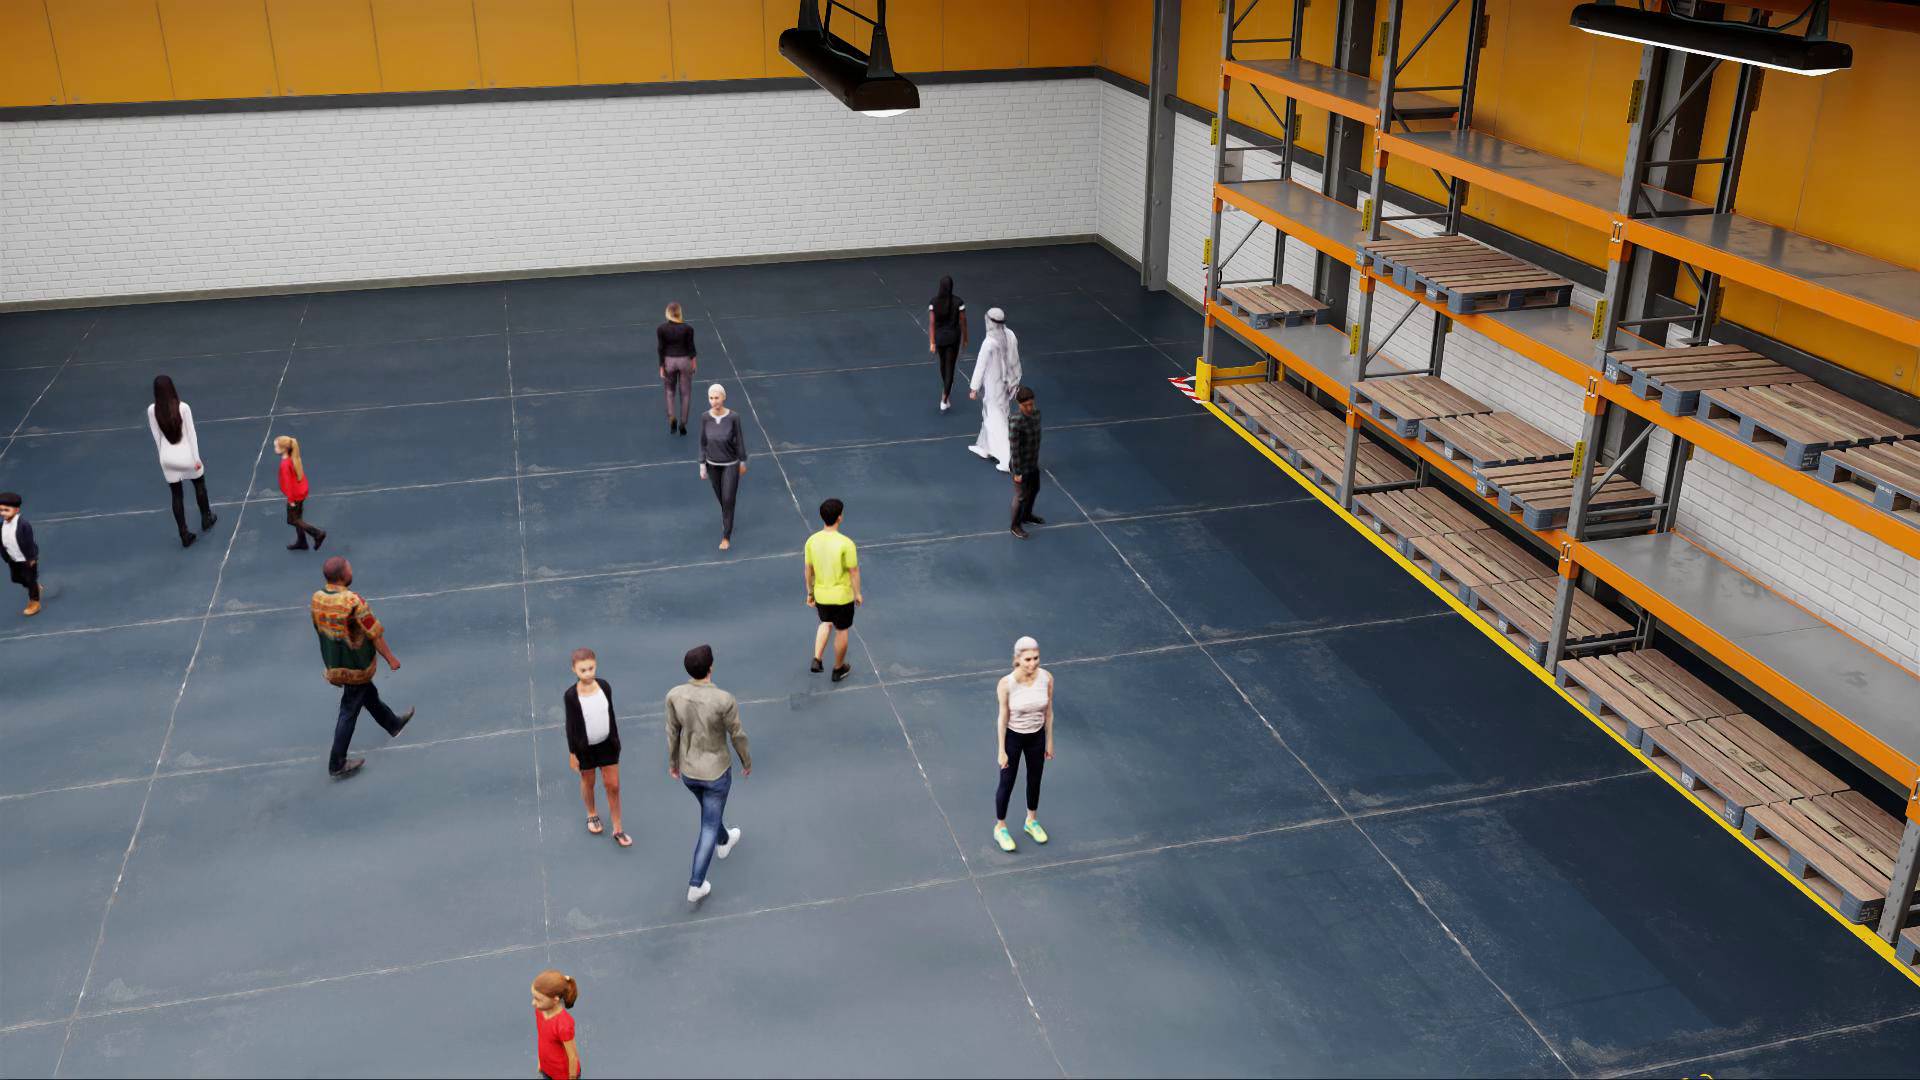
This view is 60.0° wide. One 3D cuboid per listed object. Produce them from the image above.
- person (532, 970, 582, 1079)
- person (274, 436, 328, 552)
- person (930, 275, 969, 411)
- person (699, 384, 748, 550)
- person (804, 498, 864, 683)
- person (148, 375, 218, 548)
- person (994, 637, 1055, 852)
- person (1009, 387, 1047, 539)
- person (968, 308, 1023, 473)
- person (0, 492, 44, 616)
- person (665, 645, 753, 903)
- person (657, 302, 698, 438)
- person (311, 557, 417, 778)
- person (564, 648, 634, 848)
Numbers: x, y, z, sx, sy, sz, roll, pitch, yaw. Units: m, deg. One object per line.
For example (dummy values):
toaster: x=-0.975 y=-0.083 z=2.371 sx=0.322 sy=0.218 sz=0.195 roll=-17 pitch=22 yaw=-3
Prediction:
person: x=-2.210 y=2.936 z=9.242 sx=0.535 sy=1.310 sz=0.623 roll=21 pitch=31 yaw=40
person: x=-6.768 y=-0.462 z=17.062 sx=0.635 sy=1.272 sz=0.676 roll=-1 pitch=24 yaw=-2
person: x=-0.160 y=-2.482 z=21.173 sx=0.994 sy=1.680 sz=1.255 roll=5 pitch=24 yaw=12
person: x=-2.472 y=-0.829 z=17.395 sx=0.925 sy=1.676 sz=1.197 roll=3 pitch=24 yaw=6
person: x=-1.119 y=0.477 z=14.386 sx=0.816 sy=1.695 sz=0.878 roll=9 pitch=25 yaw=21
person: x=-8.098 y=-0.787 z=17.169 sx=0.732 sy=1.780 sz=0.950 roll=-1 pitch=24 yaw=-2
person: x=0.454 y=1.458 z=12.138 sx=0.624 sy=1.698 sz=0.576 roll=-10 pitch=25 yaw=-21
person: x=0.657 y=-0.834 z=17.407 sx=0.880 sy=1.680 sz=0.882 roll=9 pitch=25 yaw=21
person: x=0.526 y=-1.687 z=19.087 sx=1.231 sy=1.895 sz=1.089 roll=17 pitch=29 yaw=34
person: x=-8.915 y=0.097 z=15.851 sx=0.610 sy=1.217 sz=0.694 roll=4 pitch=24 yaw=8
person: x=-1.796 y=1.645 z=11.541 sx=1.100 sy=1.833 sz=1.276 roll=7 pitch=25 yaw=16
person: x=-3.425 y=-2.043 z=20.190 sx=0.652 sy=1.662 sz=0.648 roll=-1 pitch=24 yaw=-3
person: x=-4.835 y=1.035 z=13.036 sx=1.179 sy=1.754 sz=1.226 roll=13 pitch=27 yaw=28
person: x=-2.738 y=1.472 z=12.307 sx=0.659 sy=1.535 sz=0.882 roll=-12 pitch=26 yaw=-26
